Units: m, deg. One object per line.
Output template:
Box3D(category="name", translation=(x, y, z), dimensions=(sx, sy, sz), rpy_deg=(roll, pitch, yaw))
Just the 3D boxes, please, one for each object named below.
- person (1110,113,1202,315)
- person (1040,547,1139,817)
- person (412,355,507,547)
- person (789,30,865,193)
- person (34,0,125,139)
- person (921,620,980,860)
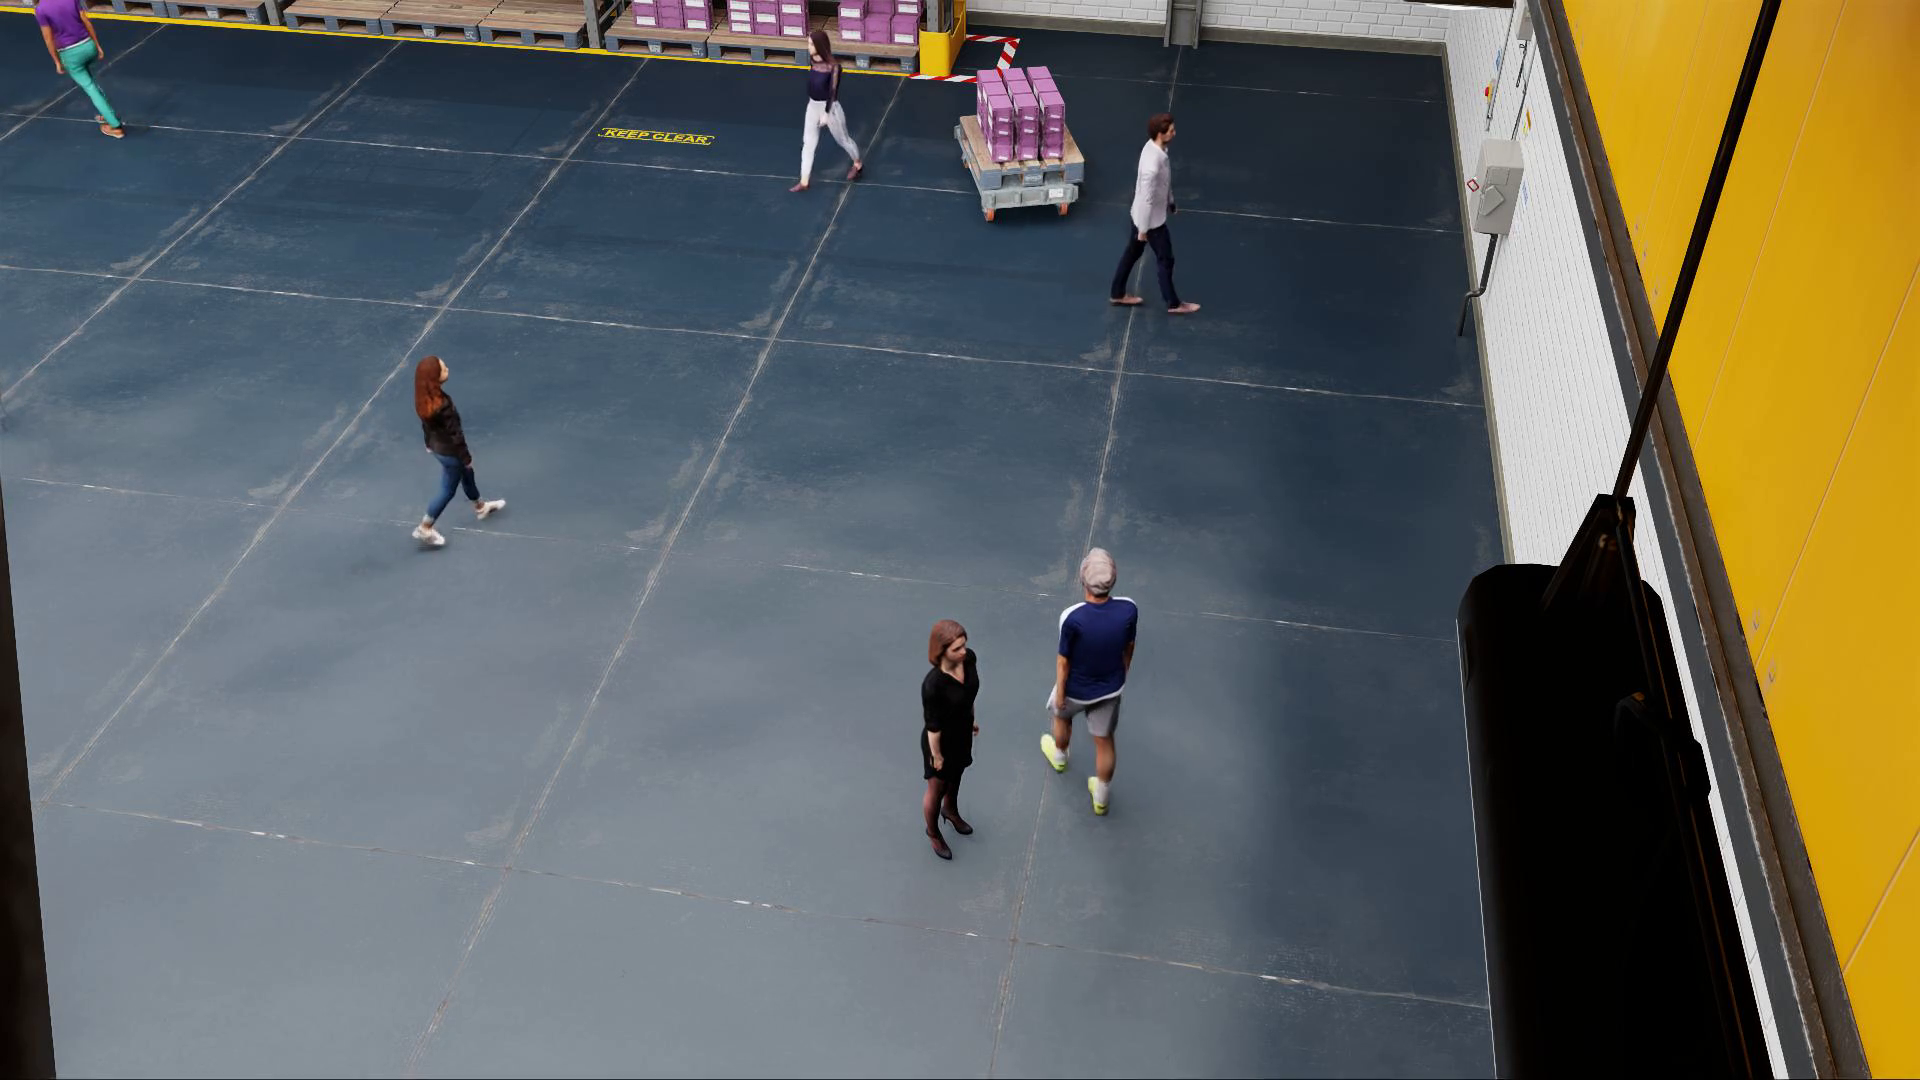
Box3D(category="person", translation=(1.523, -2.766, 14.168), dimensions=(1.043, 1.817, 0.756), rpy_deg=(1, 39, 1))
Box3D(category="person", translation=(0.792, 0.886, 9.599), dimensions=(0.977, 1.813, 0.967), rpy_deg=(-11, 40, -13))
Box3D(category="person", translation=(-3.696, -0.618, 11.769), dimensions=(0.996, 1.455, 0.976), rpy_deg=(-26, 45, -29))
Box3D(category="person", translation=(-1.235, -4.142, 16.093), dimensions=(1.051, 1.566, 1.106), rpy_deg=(-32, 48, -33))
Box3D(category="person", translation=(-8.934, -4.933, 16.945), dimensions=(0.808, 1.738, 0.750), rpy_deg=(24, 44, 27))
Box3D(category="person", translation=(-0.070, 1.110, 9.403), dimensions=(0.630, 1.707, 0.651), rpy_deg=(23, 44, 26))
